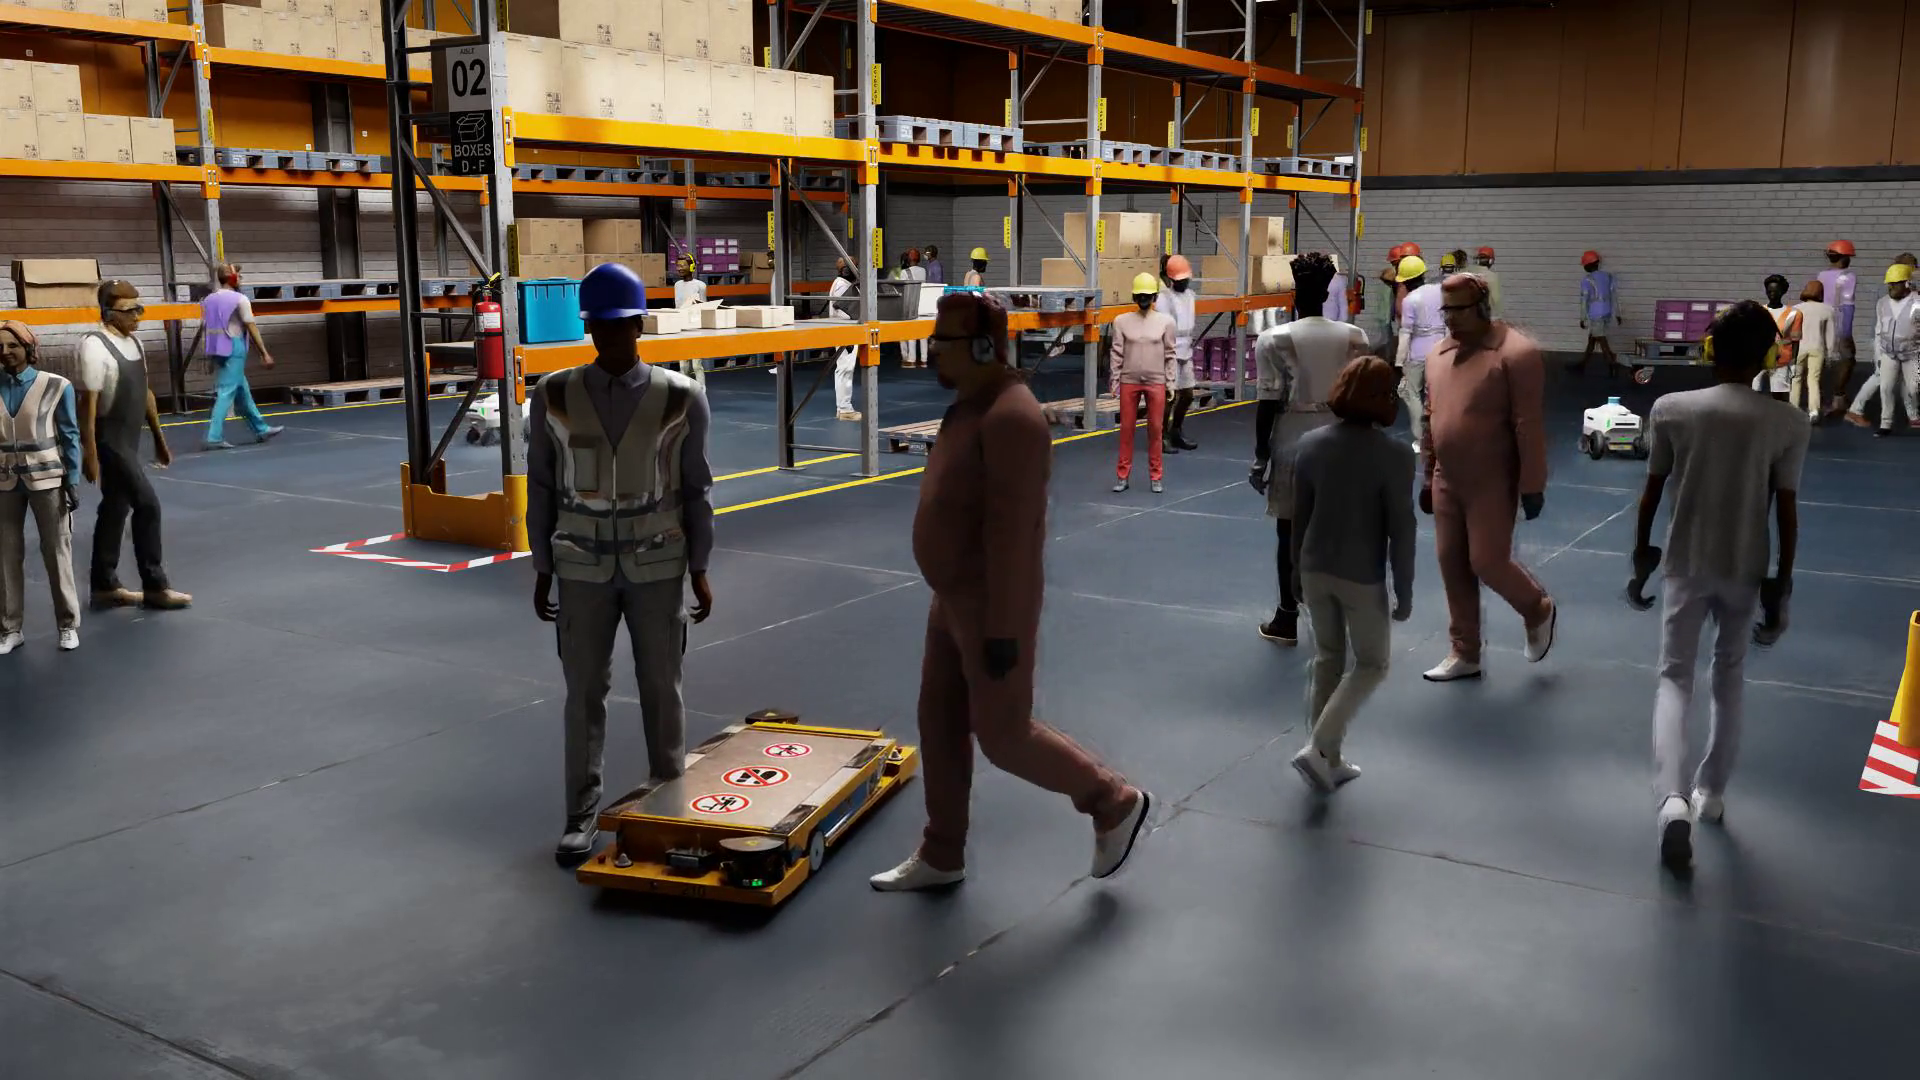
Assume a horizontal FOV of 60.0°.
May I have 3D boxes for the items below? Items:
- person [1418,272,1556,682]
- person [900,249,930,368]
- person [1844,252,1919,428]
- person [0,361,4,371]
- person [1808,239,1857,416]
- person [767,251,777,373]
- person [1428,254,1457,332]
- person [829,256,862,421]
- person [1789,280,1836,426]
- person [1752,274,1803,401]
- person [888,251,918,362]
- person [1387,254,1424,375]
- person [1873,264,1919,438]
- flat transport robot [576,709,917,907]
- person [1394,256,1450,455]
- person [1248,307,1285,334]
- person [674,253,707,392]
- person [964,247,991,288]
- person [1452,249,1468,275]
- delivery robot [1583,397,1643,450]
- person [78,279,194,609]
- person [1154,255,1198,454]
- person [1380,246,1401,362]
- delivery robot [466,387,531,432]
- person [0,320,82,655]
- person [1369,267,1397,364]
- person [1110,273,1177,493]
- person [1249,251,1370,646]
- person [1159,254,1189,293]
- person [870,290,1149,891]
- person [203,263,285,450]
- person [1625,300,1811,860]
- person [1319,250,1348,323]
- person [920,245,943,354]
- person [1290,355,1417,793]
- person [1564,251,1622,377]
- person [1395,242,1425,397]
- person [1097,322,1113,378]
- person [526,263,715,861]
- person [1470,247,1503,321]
[{"bbox_3d":[2.428,-0.284,7.657,0.577,1.877,0.690,-6,12,-29],"label":"person"},{"bbox_3d":[-0.719,-3.670,26.408,0.583,1.879,0.337,-8,13,-38],"label":"person"},{"bbox_3d":[10.098,-2.141,17.929,0.640,1.911,0.785,-7,13,-35],"label":"person"},{"bbox_3d":[-8.703,-1.481,14.521,0.604,1.789,0.727,1,10,8],"label":"person"},{"bbox_3d":[10.093,-2.426,19.107,0.689,2.023,0.632,-4,11,-19],"label":"person"},{"bbox_3d":[-2.769,-3.463,25.329,0.314,1.861,0.511,-2,10,-11],"label":"person"},{"bbox_3d":[6.778,-3.069,23.213,0.599,1.830,0.403,0,10,-2],"label":"person"},{"bbox_3d":[-1.261,-2.268,18.754,0.429,1.844,0.626,-2,10,-9],"label":"person"},{"bbox_3d":[9.323,-2.059,18.299,0.543,1.586,0.832,4,11,23],"label":"person"},{"bbox_3d":[7.740,-1.684,15.909,0.532,1.699,0.319,6,12,32],"label":"person"},{"bbox_3d":[-0.882,-3.888,27.751,0.650,1.833,0.533,-3,11,-19],"label":"person"},{"bbox_3d":[6.720,-3.333,24.570,1.017,1.866,0.557,9,14,42],"label":"person"},{"bbox_3d":[9.692,-1.931,17.046,0.713,1.792,0.612,-7,12,-33],"label":"person"},{"bbox_3d":[-0.671,0.874,5.691,0.652,0.197,1.431,3,11,16],"label":"flat transport robot"},{"bbox_3d":[4.418,-1.748,15.798,0.720,1.876,0.385,-7,13,-35],"label":"person"},{"bbox_3d":[4.933,-3.737,26.869,0.644,1.854,0.474,2,10,10],"label":"person"},{"bbox_3d":[-3.174,-2.405,19.431,0.511,1.872,0.329,6,12,32],"label":"person"},{"bbox_3d":[0.240,-3.195,23.693,0.398,1.919,0.582,-2,10,-9],"label":"person"},{"bbox_3d":[7.264,-3.304,24.384,1.043,1.886,0.633,1,10,5],"label":"person"},{"bbox_3d":[6.093,-1.093,15.531,0.477,0.478,0.707,0,11,3],"label":"delivery robot"},{"bbox_3d":[-4.511,-0.505,9.073,0.705,1.804,0.613,-1,10,-6],"label":"person"},{"bbox_3d":[2.047,-1.743,15.710,0.601,1.888,0.498,-9,14,-42],"label":"person"},{"bbox_3d":[6.934,-3.702,26.472,0.726,1.925,0.685,9,14,41],"label":"person"},{"bbox_3d":[-4.578,-1.294,16.658,0.477,0.478,0.707,9,13,41],"label":"delivery robot"},{"bbox_3d":[-4.586,-0.257,8.168,0.511,1.640,0.308,-3,11,-16],"label":"person"},{"bbox_3d":[6.549,-3.426,25.798,0.681,1.604,0.518,1,10,4],"label":"person"},{"bbox_3d":[1.464,-1.249,13.319,0.533,1.765,0.330,2,10,9],"label":"person"},{"bbox_3d":[1.737,-0.448,8.316,0.608,1.966,0.371,-2,10,-13],"label":"person"},{"bbox_3d":[2.960,-3.182,23.853,0.630,1.830,0.664,0,10,-1],"label":"person"},{"bbox_3d":[0.159,0.182,5.080,0.780,1.881,0.656,-3,11,-15],"label":"person"},{"bbox_3d":[-7.056,-1.795,16.256,0.591,1.796,0.985,7,12,32],"label":"person"},{"bbox_3d":[2.502,0.125,5.534,0.520,1.836,0.872,4,11,20],"label":"person"},{"bbox_3d":[4.587,-2.719,21.098,0.659,1.892,0.621,7,13,35],"label":"person"},{"bbox_3d":[-0.490,-4.271,29.580,0.369,1.939,0.631,-3,11,-15],"label":"person"},{"bbox_3d":[1.371,0.145,6.003,0.467,1.612,0.536,-10,14,-43],"label":"person"},{"bbox_3d":[9.506,-3.355,24.733,0.600,1.863,0.979,-5,11,-26],"label":"person"},{"bbox_3d":[5.787,-2.840,21.492,0.382,1.993,0.622,0,10,0],"label":"person"},{"bbox_3d":[2.224,-3.340,24.444,0.545,1.931,0.373,1,10,4],"label":"person"},{"bbox_3d":[-1.104,0.081,5.435,0.604,1.949,0.389,-1,10,-6],"label":"person"},{"bbox_3d":[7.183,-3.090,23.090,0.969,1.939,0.613,-5,12,-28],"label":"person"}]
